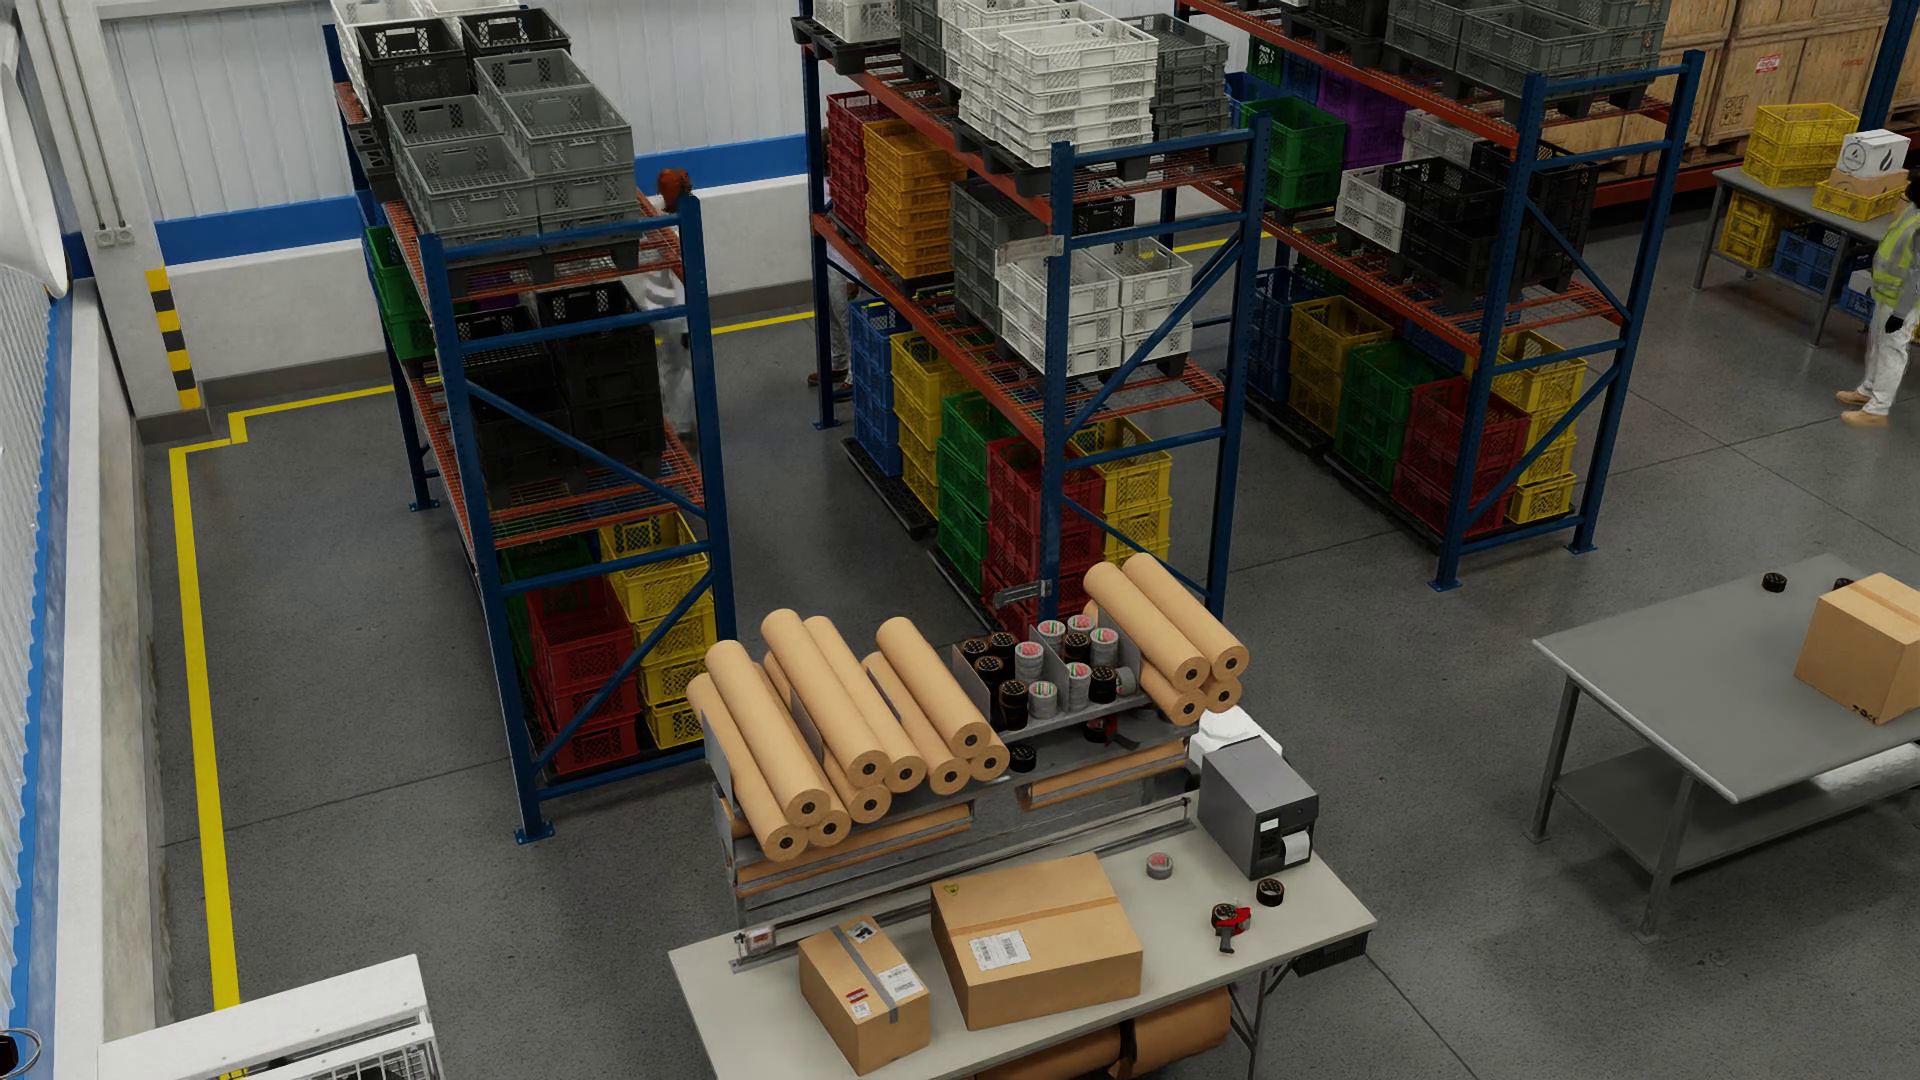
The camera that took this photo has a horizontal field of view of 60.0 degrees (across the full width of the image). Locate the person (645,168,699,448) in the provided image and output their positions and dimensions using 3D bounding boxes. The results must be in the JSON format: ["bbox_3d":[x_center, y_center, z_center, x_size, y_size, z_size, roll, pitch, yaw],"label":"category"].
[{"bbox_3d":[-1.875,-1.510,10.902,0.473,1.855,0.600,-17,36,-26],"label":"person"}]

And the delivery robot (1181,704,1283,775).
[{"bbox_3d":[1.238,0.941,8.061,0.477,0.478,0.707,-15,35,-23],"label":"delivery robot"}]

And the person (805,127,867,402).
[{"bbox_3d":[-0.851,-1.896,11.447,0.351,1.935,0.635,-18,36,-26],"label":"person"}]

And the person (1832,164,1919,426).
[{"bbox_3d":[6.289,-1.638,11.139,0.432,1.836,0.638,12,33,18],"label":"person"}]
